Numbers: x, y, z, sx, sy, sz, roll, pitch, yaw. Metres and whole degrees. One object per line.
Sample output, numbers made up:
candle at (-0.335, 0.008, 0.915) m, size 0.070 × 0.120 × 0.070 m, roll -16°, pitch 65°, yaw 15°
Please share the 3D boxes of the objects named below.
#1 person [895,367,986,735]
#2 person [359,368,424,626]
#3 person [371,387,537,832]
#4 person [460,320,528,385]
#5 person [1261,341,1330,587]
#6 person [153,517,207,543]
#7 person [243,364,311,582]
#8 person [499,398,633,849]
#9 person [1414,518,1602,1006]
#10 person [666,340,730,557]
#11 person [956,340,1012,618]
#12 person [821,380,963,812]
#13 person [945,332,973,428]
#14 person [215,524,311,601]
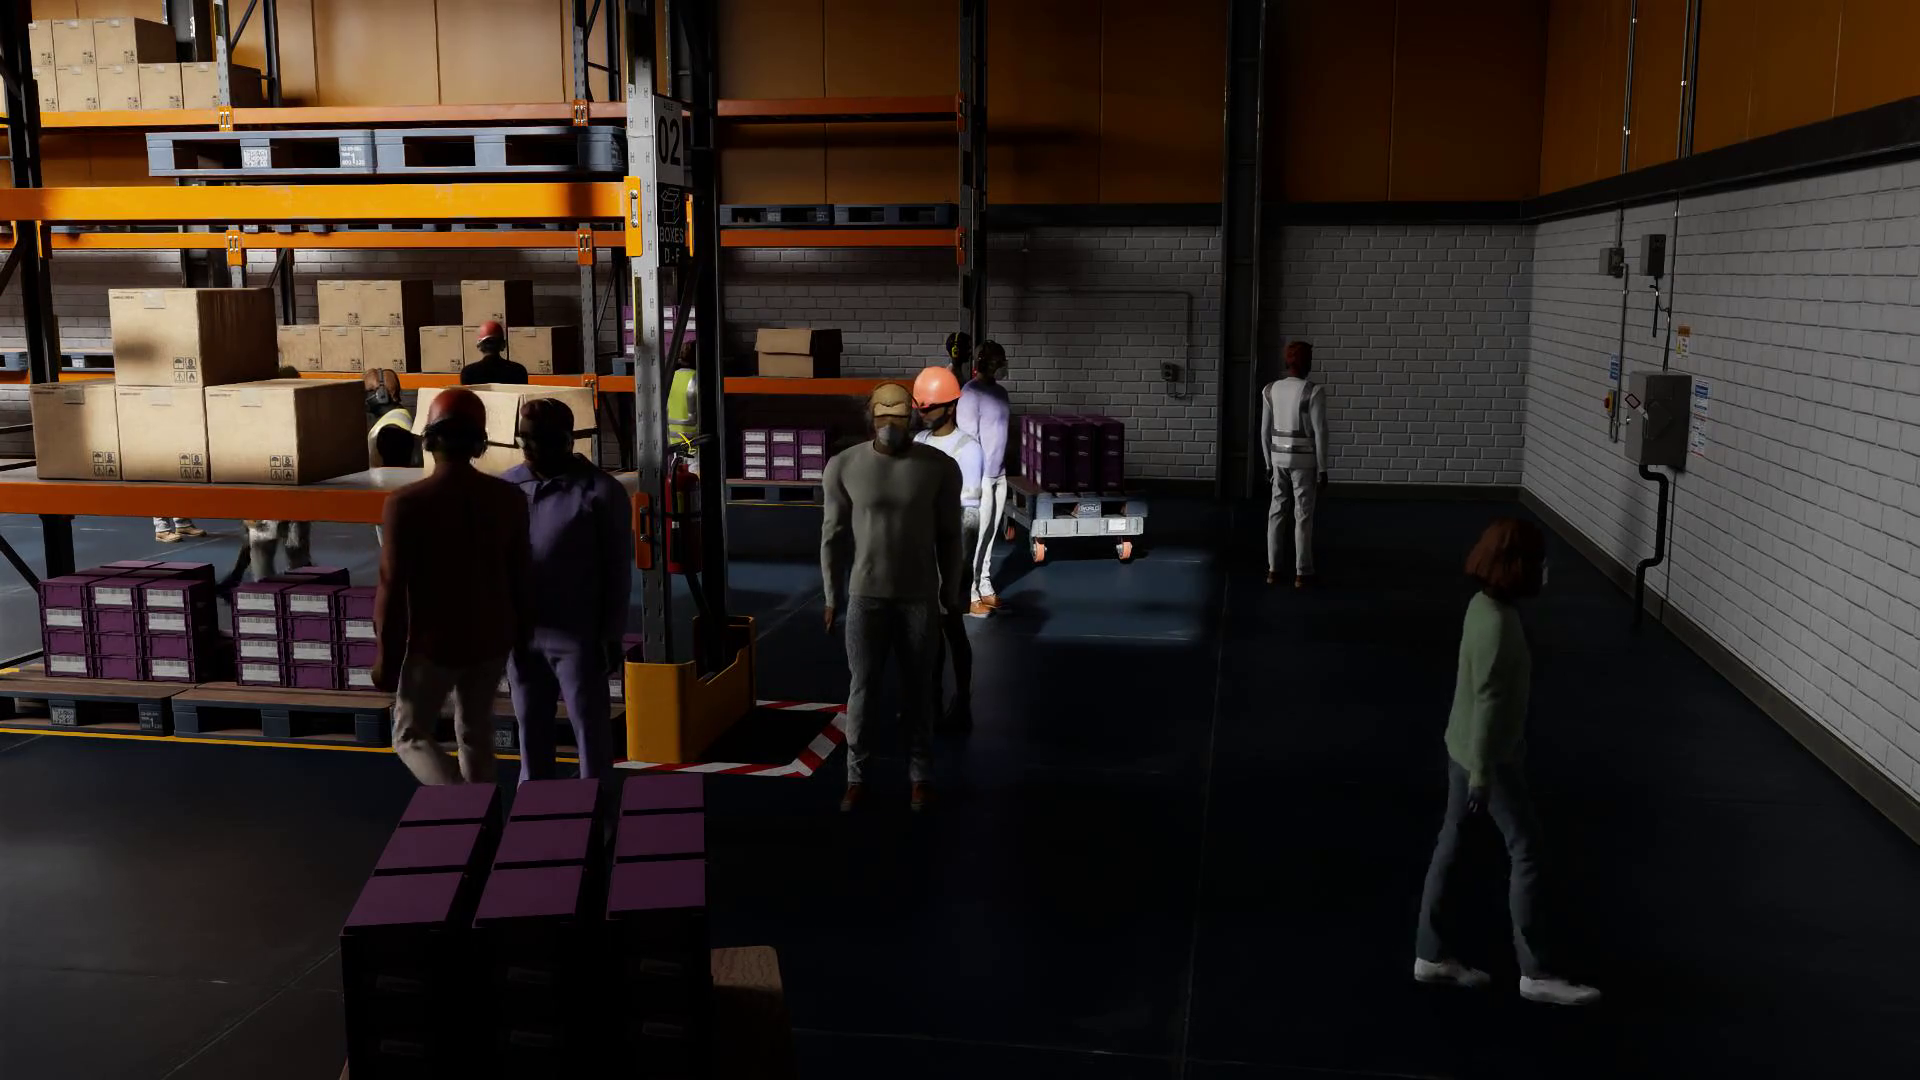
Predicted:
person at (-0.107, 0.058, 8.700) m, size 0.380 × 1.926 × 0.545 m, roll -7°, pitch 11°, yaw -35°
person at (-3.481, -0.137, 10.198) m, size 0.430 × 1.835 × 0.621 m, roll -4°, pitch 10°, yaw -22°
person at (-1.930, 0.394, 6.446) m, size 0.628 × 1.968 × 0.641 m, roll 9°, pitch 13°, yaw 43°
person at (-4.012, -0.893, 14.364) m, size 0.622 × 1.992 × 0.396 m, roll -7°, pitch 11°, yaw -37°
person at (2.580, -0.580, 12.773) m, size 0.575 × 1.882 × 0.355 m, roll 9°, pitch 13°, yaw 44°
person at (-7.079, -0.908, 14.935) m, size 0.429 × 1.844 × 0.625 m, roll 2°, pitch 9°, yaw 14°
person at (-4.563, -0.280, 11.211) m, size 0.645 × 1.788 × 0.471 m, roll -9°, pitch 13°, yaw -44°
person at (-1.672, 0.366, 6.846) m, size 0.636 × 1.903 × 0.404 m, roll 3°, pitch 10°, yaw 17°
person at (1.855, 0.726, 5.477) m, size 0.695 × 1.604 × 0.529 m, roll 2°, pitch 9°, yaw 12°
person at (-2.224, -0.760, 14.017) m, size 0.621 × 1.845 × 0.429 m, roll 8°, pitch 12°, yaw 41°
person at (0.174, -0.436, 11.704) m, size 0.356 × 1.938 × 0.633 m, roll 4°, pitch 10°, yaw 24°
person at (-0.302, 0.256, 7.418) m, size 0.635 × 1.936 × 0.355 m, roll 0°, pitch 9°, yaw -3°
person at (-0.039, -0.957, 15.153) m, size 0.309 × 1.868 × 0.534 m, roll 0°, pitch 9°, yaw -1°
person at (-5.227, -0.506, 12.292) m, size 0.568 × 1.883 × 0.984 m, roll 8°, pitch 12°, yaw 40°
